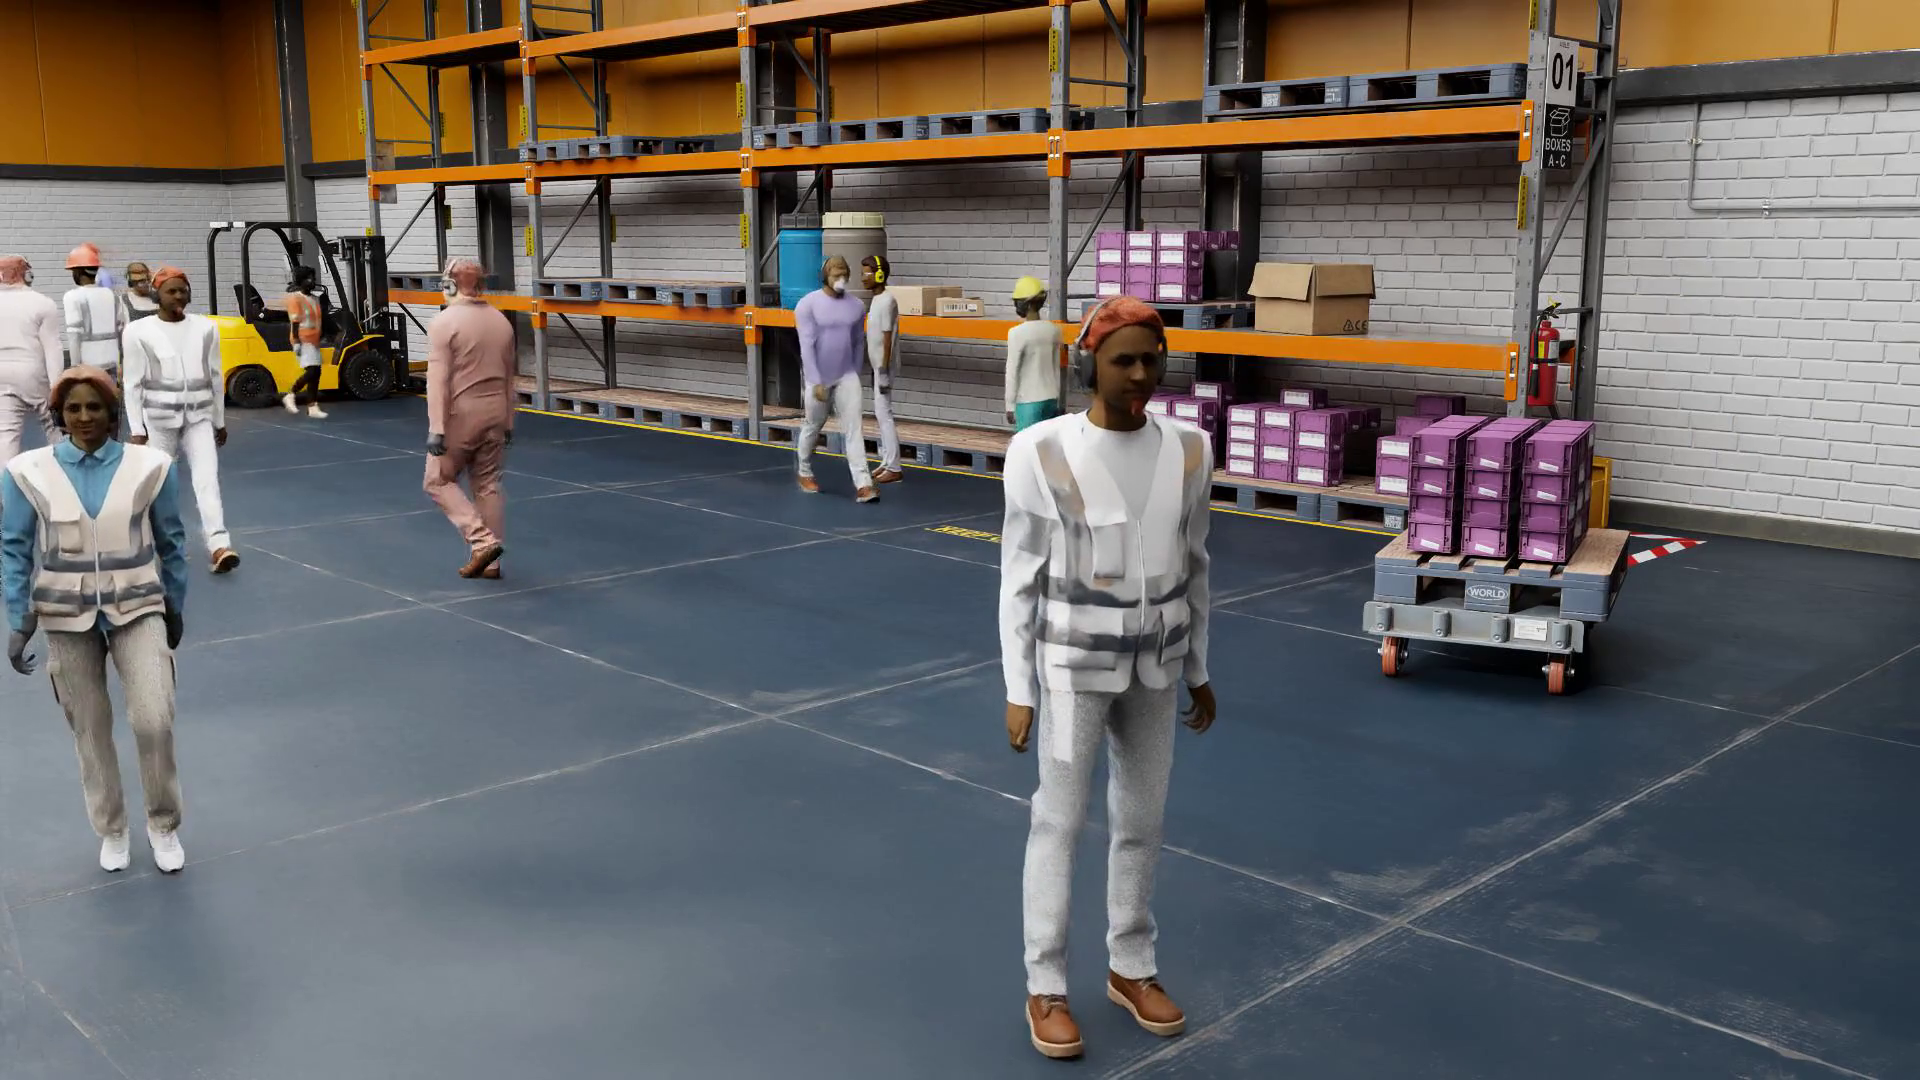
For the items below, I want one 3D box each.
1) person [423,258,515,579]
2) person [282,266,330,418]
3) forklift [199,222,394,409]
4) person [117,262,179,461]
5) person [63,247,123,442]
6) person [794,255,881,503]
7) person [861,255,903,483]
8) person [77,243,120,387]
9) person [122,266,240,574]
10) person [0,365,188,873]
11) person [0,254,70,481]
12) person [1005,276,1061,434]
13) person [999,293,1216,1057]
[{"bbox_3d":[-2.874,-0.689,9.697,0.425,1.889,0.670,5,12,26],"label":"person"},{"bbox_3d":[-7.206,-2.171,18.326,0.406,1.685,0.551,2,11,10],"label":"person"},{"bbox_3d":[-8.169,-2.758,20.163,2.313,2.155,1.214,-10,14,-44],"label":"forklift"},{"bbox_3d":[-7.381,-1.617,15.067,0.531,1.800,0.875,-10,14,-43],"label":"person"},{"bbox_3d":[-7.321,-1.500,14.033,0.408,1.919,0.554,4,11,22],"label":"person"},{"bbox_3d":[-0.986,-1.238,12.766,0.617,1.885,1.069,-6,12,-29],"label":"person"},{"bbox_3d":[-0.648,-1.396,13.666,0.318,1.860,0.511,-2,11,-11],"label":"person"},{"bbox_3d":[-11.423,-2.929,21.873,0.558,1.907,0.736,6,12,30],"label":"person"},{"bbox_3d":[-4.674,-0.712,9.988,0.600,1.825,1.006,-9,14,-41],"label":"person"},{"bbox_3d":[-2.687,0.274,5.201,0.520,1.623,0.507,-5,11,-25],"label":"person"},{"bbox_3d":[-7.007,-1.209,12.587,0.675,1.871,0.861,0,10,1],"label":"person"},{"bbox_3d":[0.581,-0.975,11.689,0.678,1.746,0.524,10,14,42],"label":"person"},{"bbox_3d":[0.371,0.335,4.143,0.584,1.883,0.337,-4,11,-22],"label":"person"}]
